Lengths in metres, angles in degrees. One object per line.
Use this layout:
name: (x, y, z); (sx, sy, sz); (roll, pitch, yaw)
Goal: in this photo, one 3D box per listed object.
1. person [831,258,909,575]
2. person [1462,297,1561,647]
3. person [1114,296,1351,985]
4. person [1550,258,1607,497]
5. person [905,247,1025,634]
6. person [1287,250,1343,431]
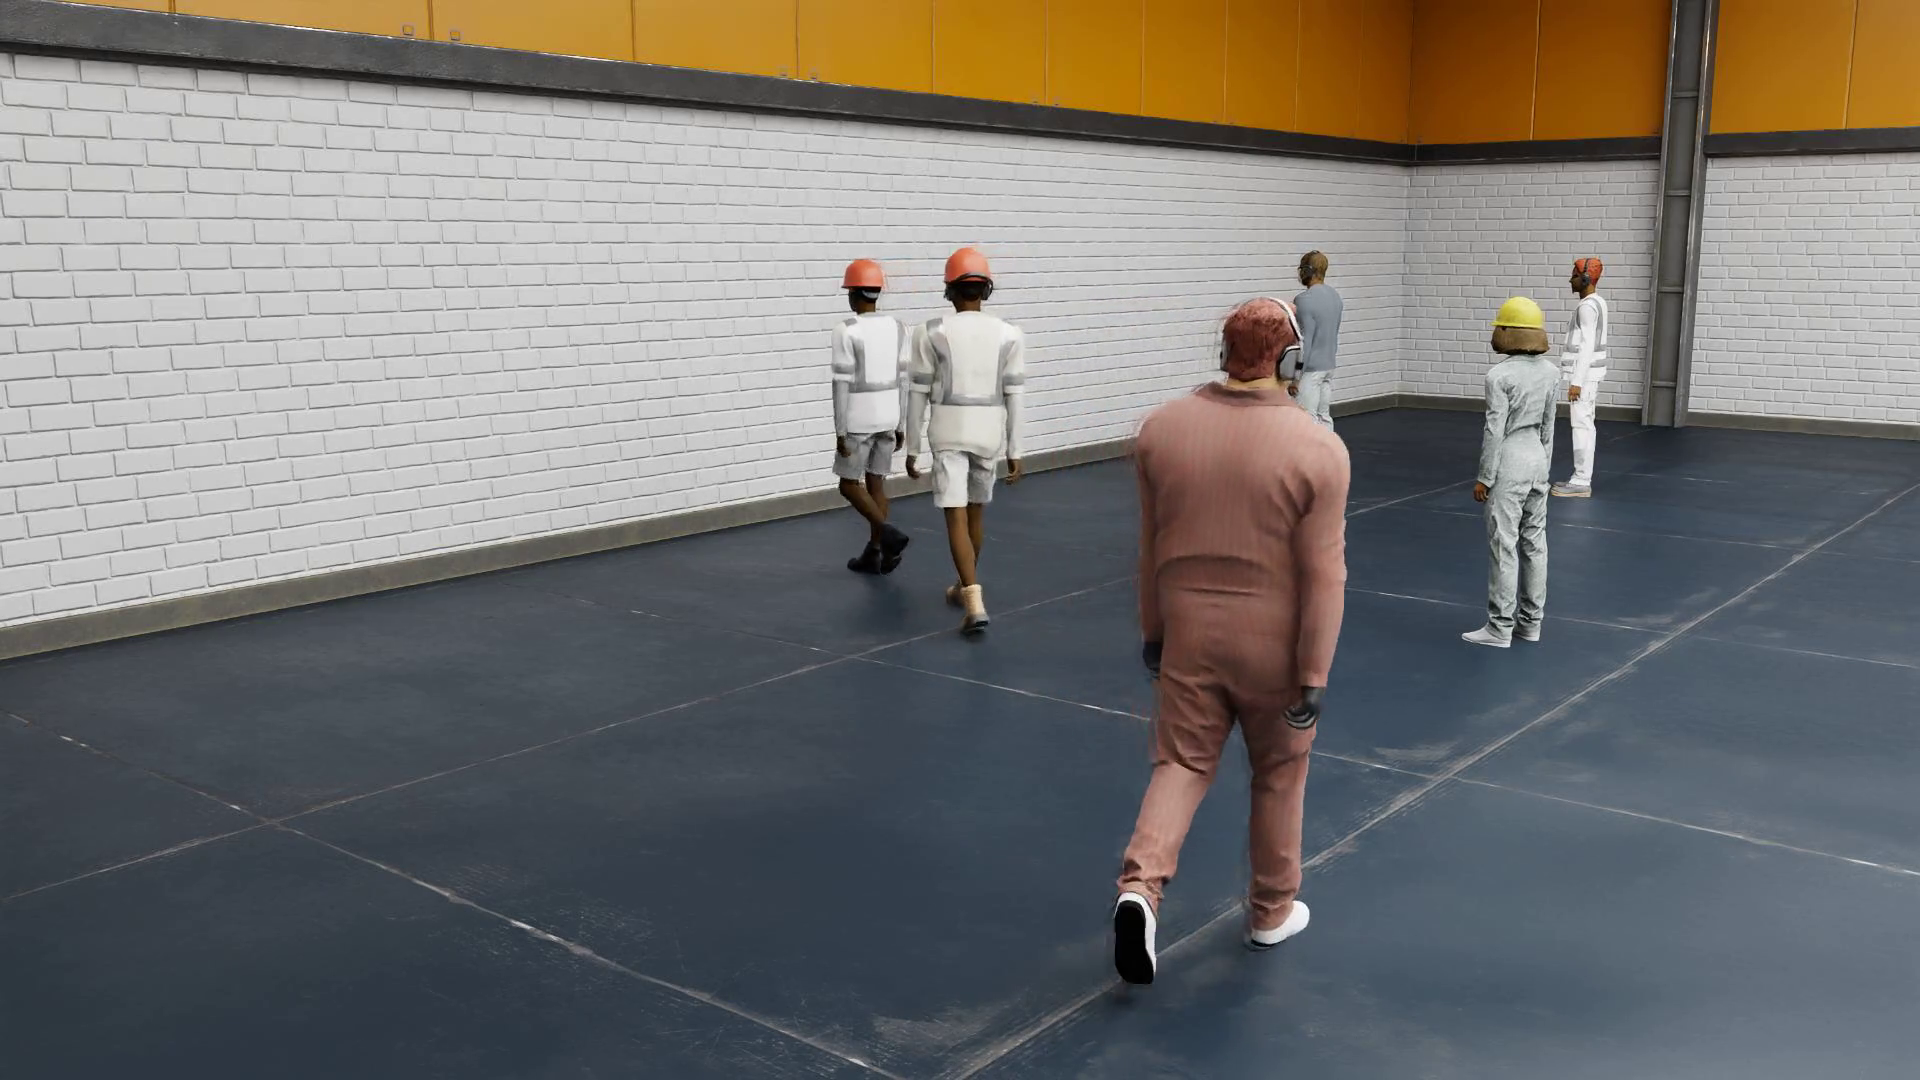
person: (-0.502, -0.705, 9.888); (0.549, 1.921, 0.613); (-8, 13, -38)
person: (2.758, -0.336, 8.322); (0.489, 1.743, 0.300); (-6, 12, -32)
person: (0.728, 0.279, 4.540); (0.643, 1.879, 0.818); (6, 12, 30)
person: (4.920, -1.281, 13.165); (0.351, 1.882, 0.581); (5, 11, 25)
person: (0.036, -0.534, 8.746); (0.618, 1.996, 1.064); (-3, 11, -17)
person: (2.811, -1.334, 13.302); (0.359, 1.938, 0.635); (8, 13, 38)
